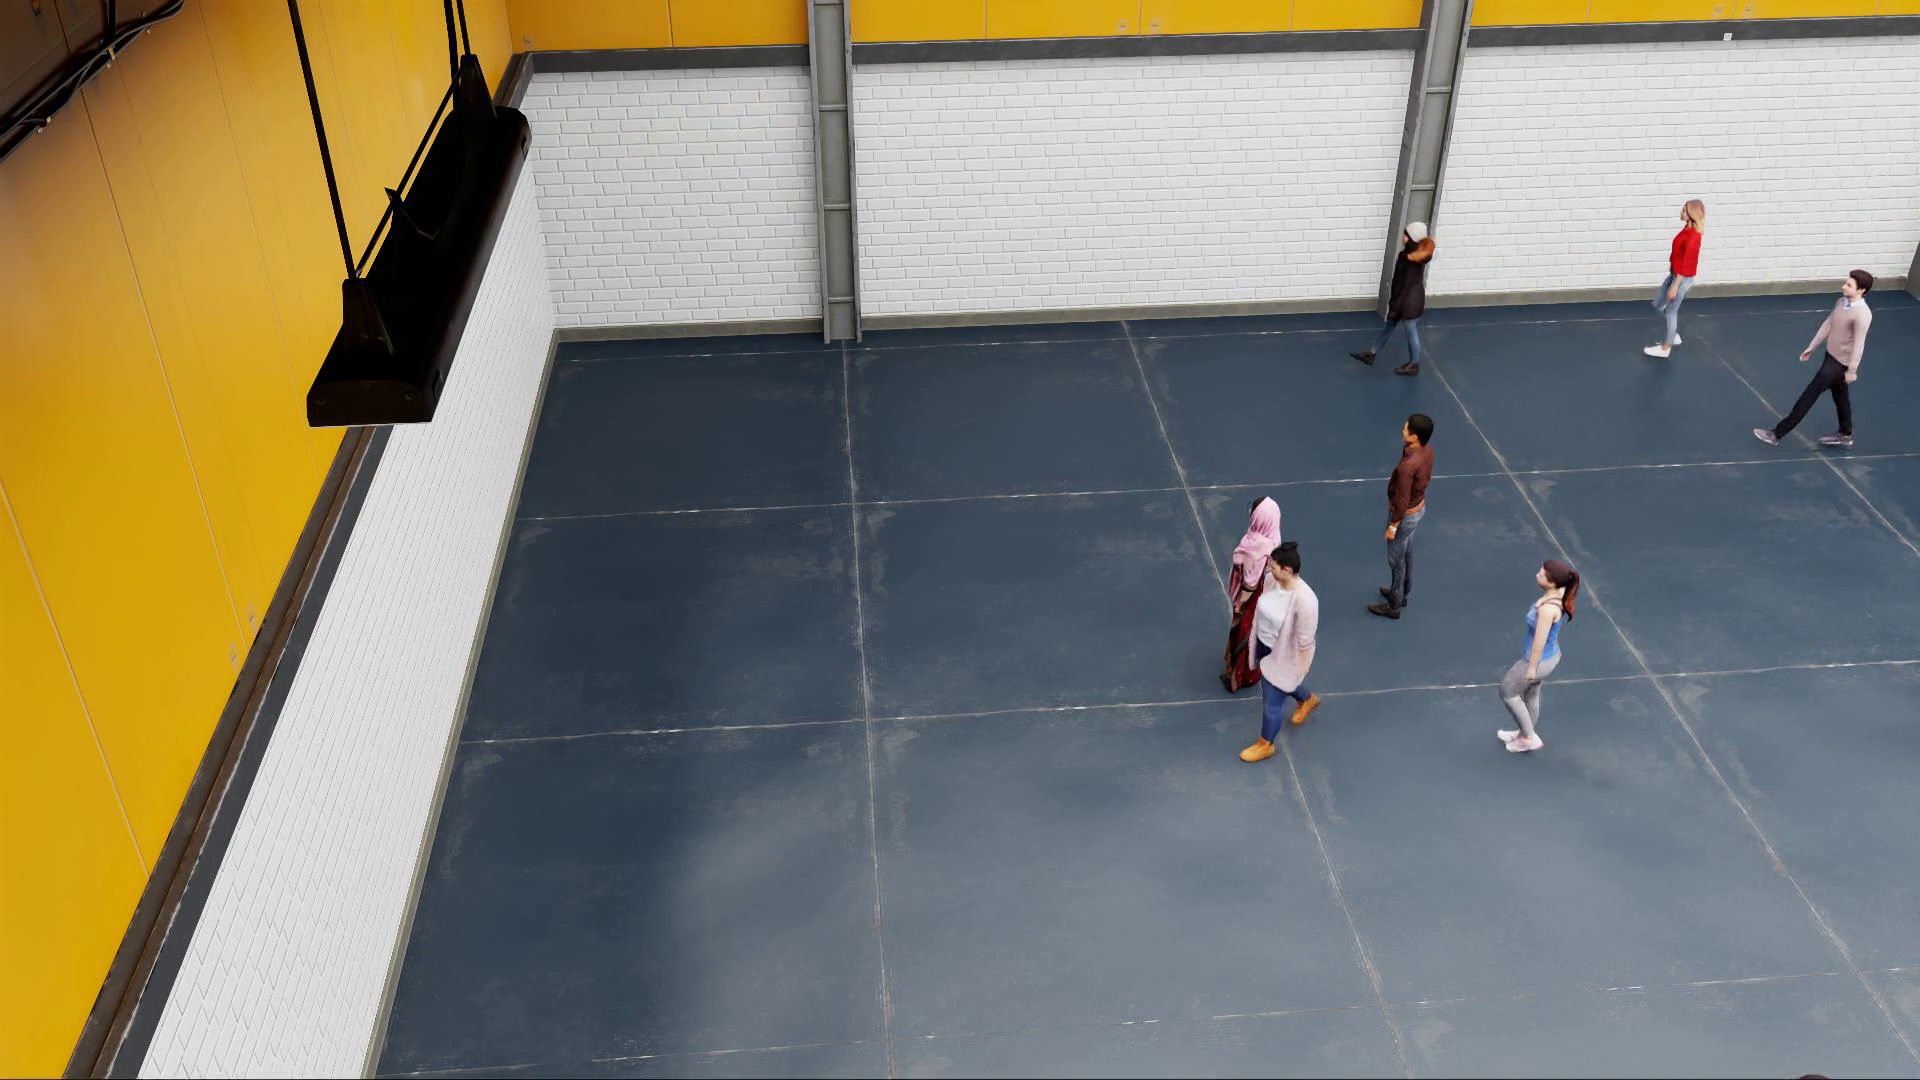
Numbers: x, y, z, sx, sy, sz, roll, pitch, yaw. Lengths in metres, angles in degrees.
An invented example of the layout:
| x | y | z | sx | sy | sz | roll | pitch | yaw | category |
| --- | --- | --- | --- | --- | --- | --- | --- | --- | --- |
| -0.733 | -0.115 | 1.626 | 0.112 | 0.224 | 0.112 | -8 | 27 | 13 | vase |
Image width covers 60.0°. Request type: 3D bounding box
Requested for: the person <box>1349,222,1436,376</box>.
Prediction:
| x | y | z | sx | sy | sz | roll | pitch | yaw | category |
| --- | --- | --- | --- | --- | --- | --- | --- | --- | --- |
| 4.485 | -2.350 | 16.381 | 1.002 | 1.610 | 0.786 | 6 | 34 | 8 | person |

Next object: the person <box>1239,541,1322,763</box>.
| x | y | z | sx | sy | sz | roll | pitch | yaw | category |
| --- | --- | --- | --- | --- | --- | --- | --- | --- | --- |
| 2.332 | 0.732 | 11.644 | 1.079 | 1.720 | 0.834 | -12 | 35 | -17 | person |

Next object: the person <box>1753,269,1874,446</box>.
| x | y | z | sx | sy | sz | roll | pitch | yaw | category |
| --- | --- | --- | --- | --- | --- | --- | --- | --- | --- |
| 8.056 | -1.607 | 15.133 | 1.228 | 1.753 | 0.778 | 3 | 34 | 4 | person |

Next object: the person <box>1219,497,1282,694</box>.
| x | y | z | sx | sy | sz | roll | pitch | yaw | category |
| --- | --- | --- | --- | --- | --- | --- | --- | --- | --- |
| 2.169 | 0.375 | 12.257 | 0.777 | 1.637 | 0.762 | 15 | 36 | 21 | person |

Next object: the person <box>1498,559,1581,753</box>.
| x | y | z | sx | sy | sz | roll | pitch | yaw | category |
| --- | --- | --- | --- | --- | --- | --- | --- | --- | --- |
| 4.094 | 0.844 | 11.585 | 0.751 | 1.600 | 0.693 | 22 | 40 | 30 | person |

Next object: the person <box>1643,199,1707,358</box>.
| x | y | z | sx | sy | sz | roll | pitch | yaw | category |
| --- | --- | --- | --- | --- | --- | --- | --- | --- | --- |
| 7.289 | -2.597 | 16.671 | 0.709 | 1.700 | 0.715 | 9 | 35 | 14 | person |

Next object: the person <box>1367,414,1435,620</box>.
| x | y | z | sx | sy | sz | roll | pitch | yaw | category |
| --- | --- | --- | --- | --- | --- | --- | --- | --- | --- |
| 3.483 | -0.190 | 12.979 | 0.743 | 1.779 | 0.716 | 20 | 39 | 28 | person |
